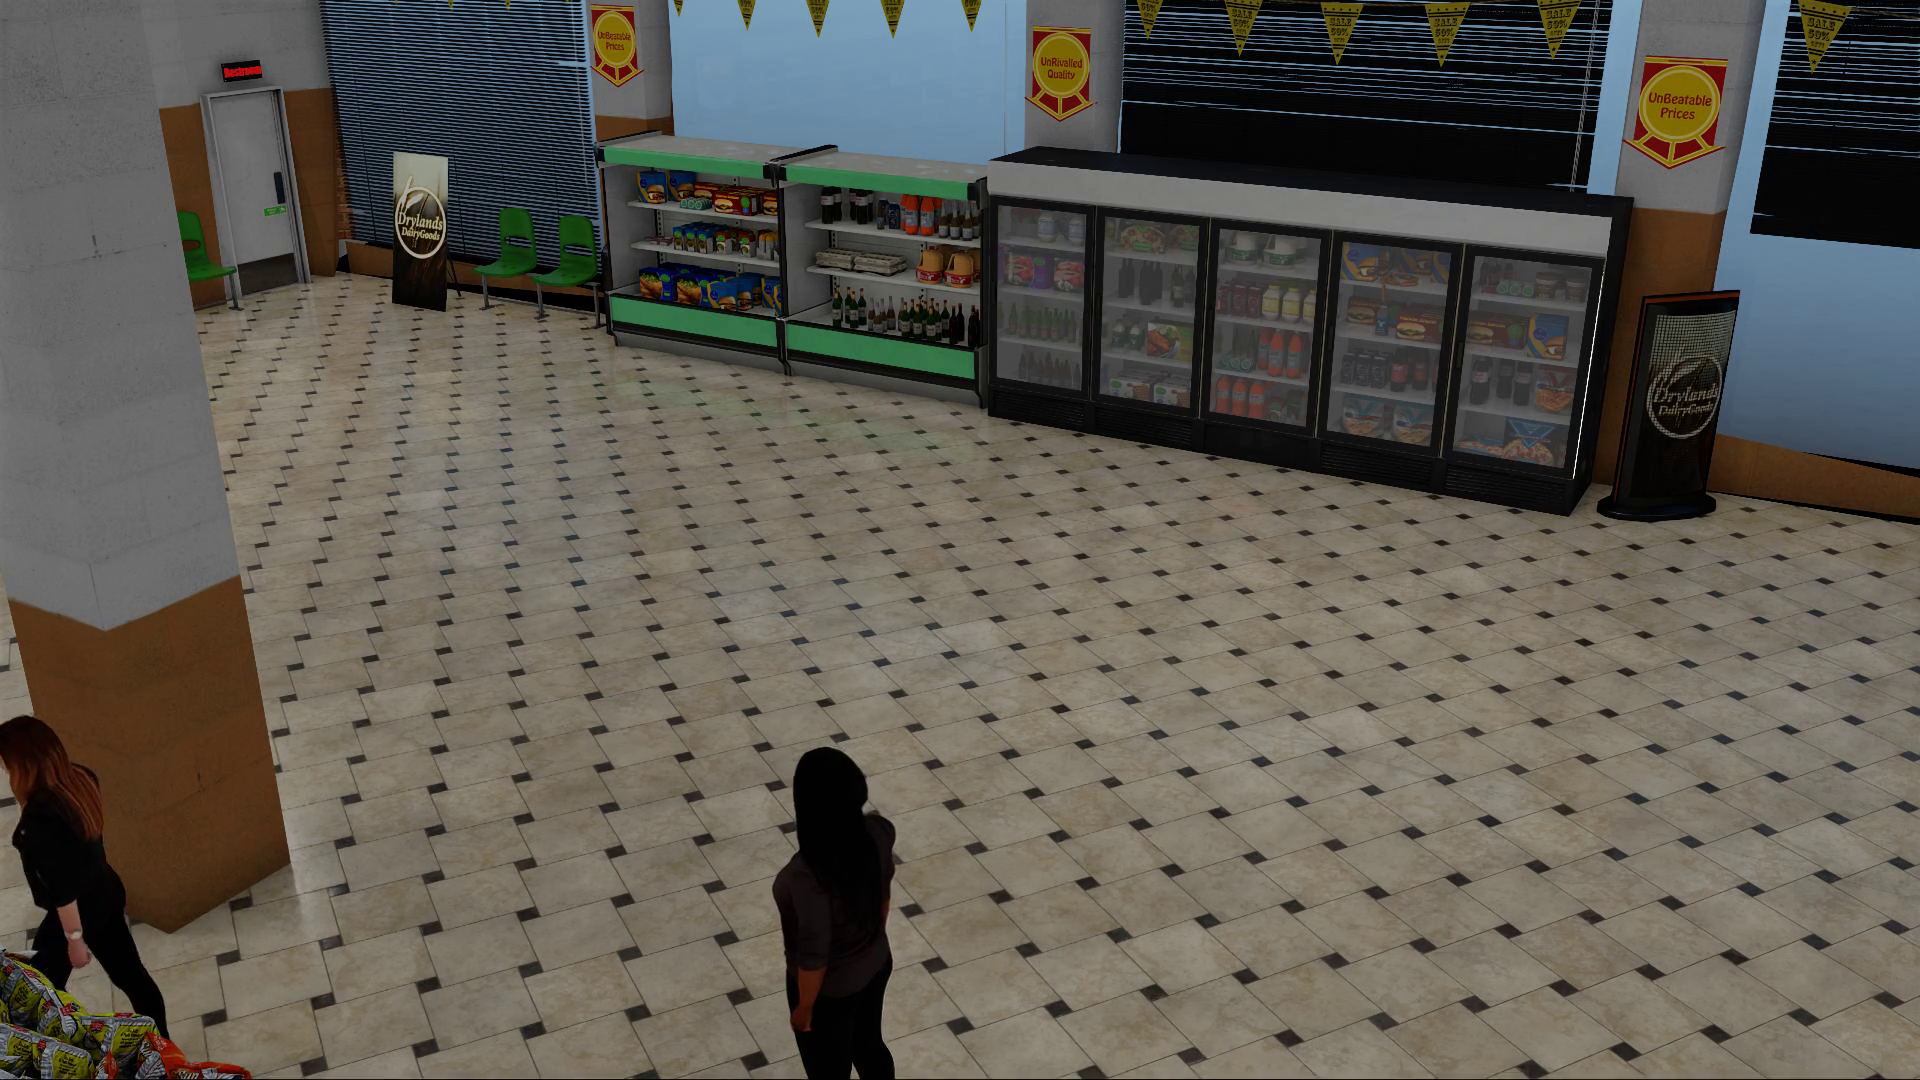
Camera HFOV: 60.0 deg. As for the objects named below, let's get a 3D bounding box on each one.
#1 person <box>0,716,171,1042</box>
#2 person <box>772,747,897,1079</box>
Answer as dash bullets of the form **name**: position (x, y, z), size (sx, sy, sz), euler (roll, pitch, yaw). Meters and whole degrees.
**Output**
- **person**: position (-3.309, 1.436, 6.477), size (0.951, 1.685, 0.864), euler (-1, 22, -2)
- **person**: position (-0.415, 1.572, 5.933), size (0.600, 1.840, 0.658), euler (14, 26, 31)
